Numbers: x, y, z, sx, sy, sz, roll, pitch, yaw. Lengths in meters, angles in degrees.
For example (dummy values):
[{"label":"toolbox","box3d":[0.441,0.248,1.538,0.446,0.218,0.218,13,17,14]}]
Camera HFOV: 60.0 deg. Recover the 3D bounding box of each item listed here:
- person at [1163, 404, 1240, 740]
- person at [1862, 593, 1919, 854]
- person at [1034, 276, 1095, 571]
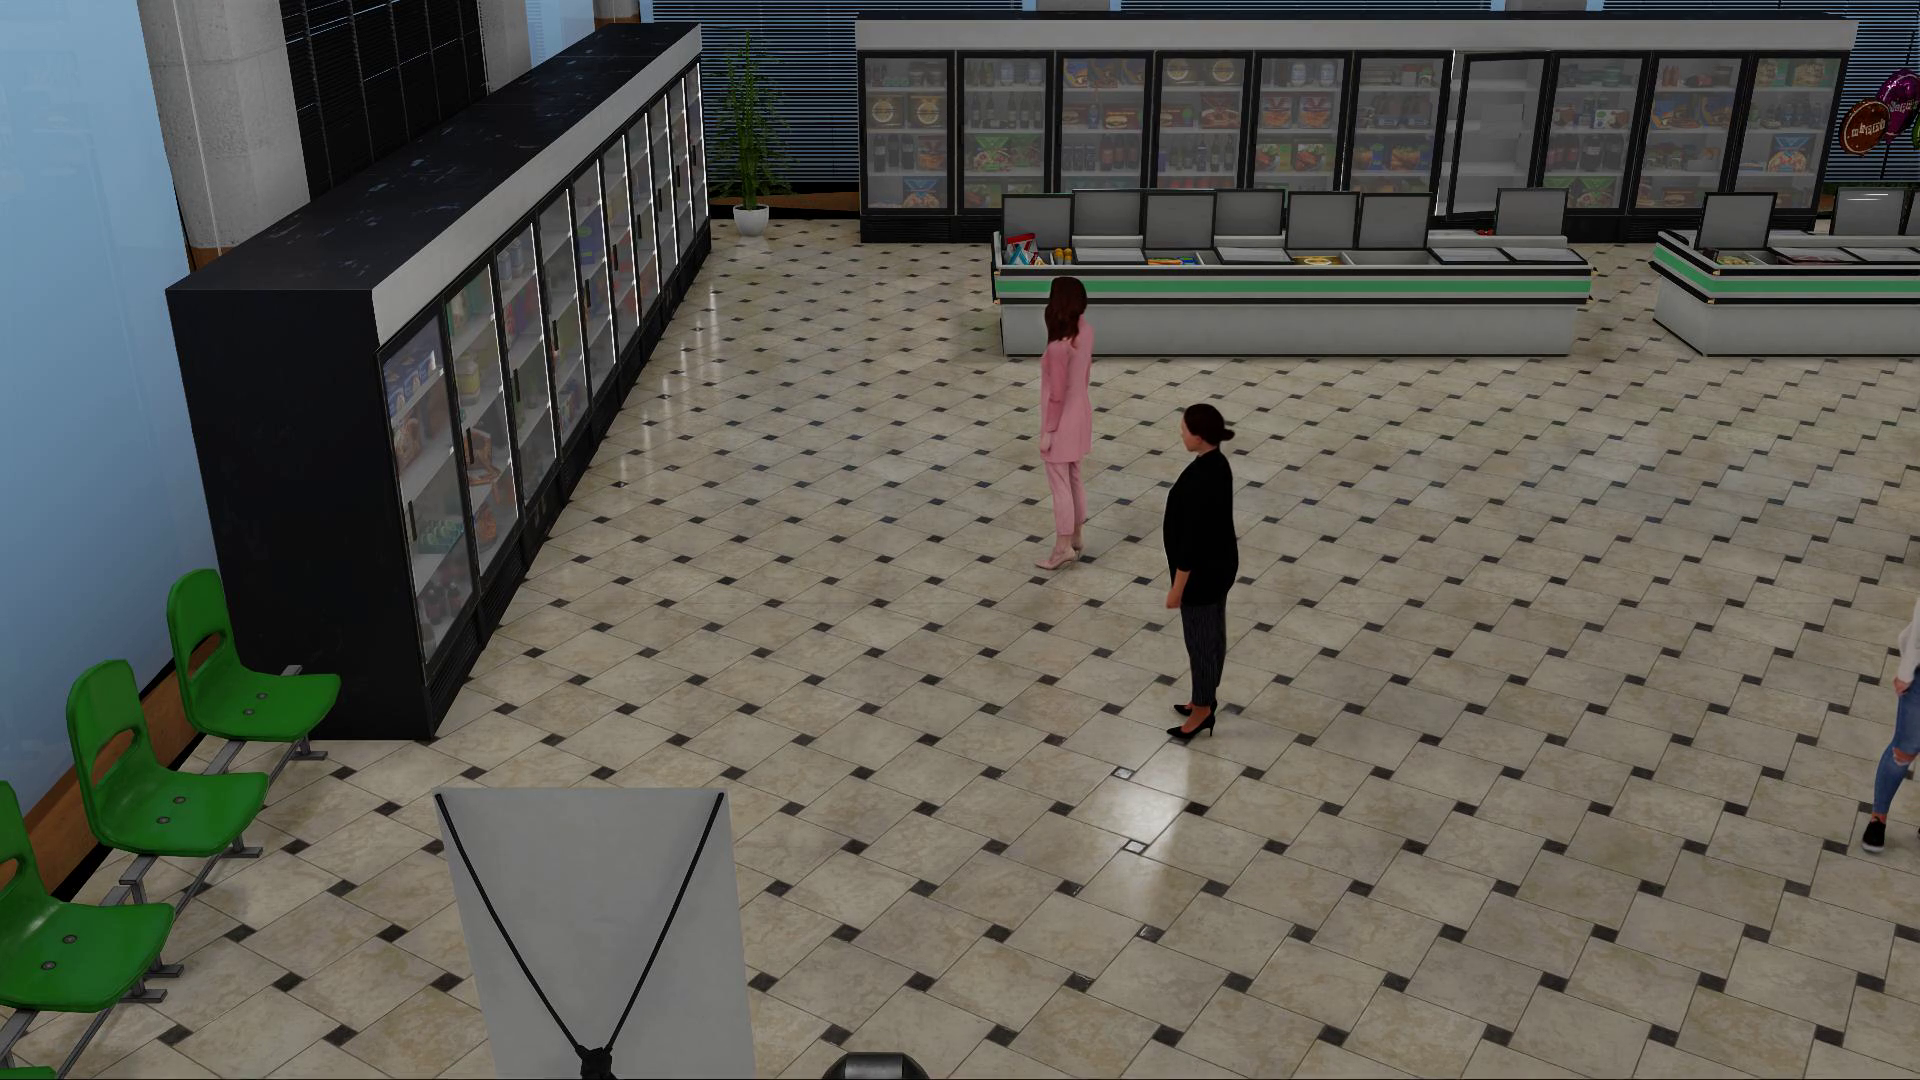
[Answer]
[{"label":"person","box3d":[1.181,0.155,8.064,0.691,1.721,0.713,8,25,19]},{"label":"person","box3d":[4.241,0.586,7.113,0.604,1.694,0.747,8,25,18]},{"label":"person","box3d":[0.637,-0.685,9.880,0.686,1.803,0.687,13,27,27]}]
